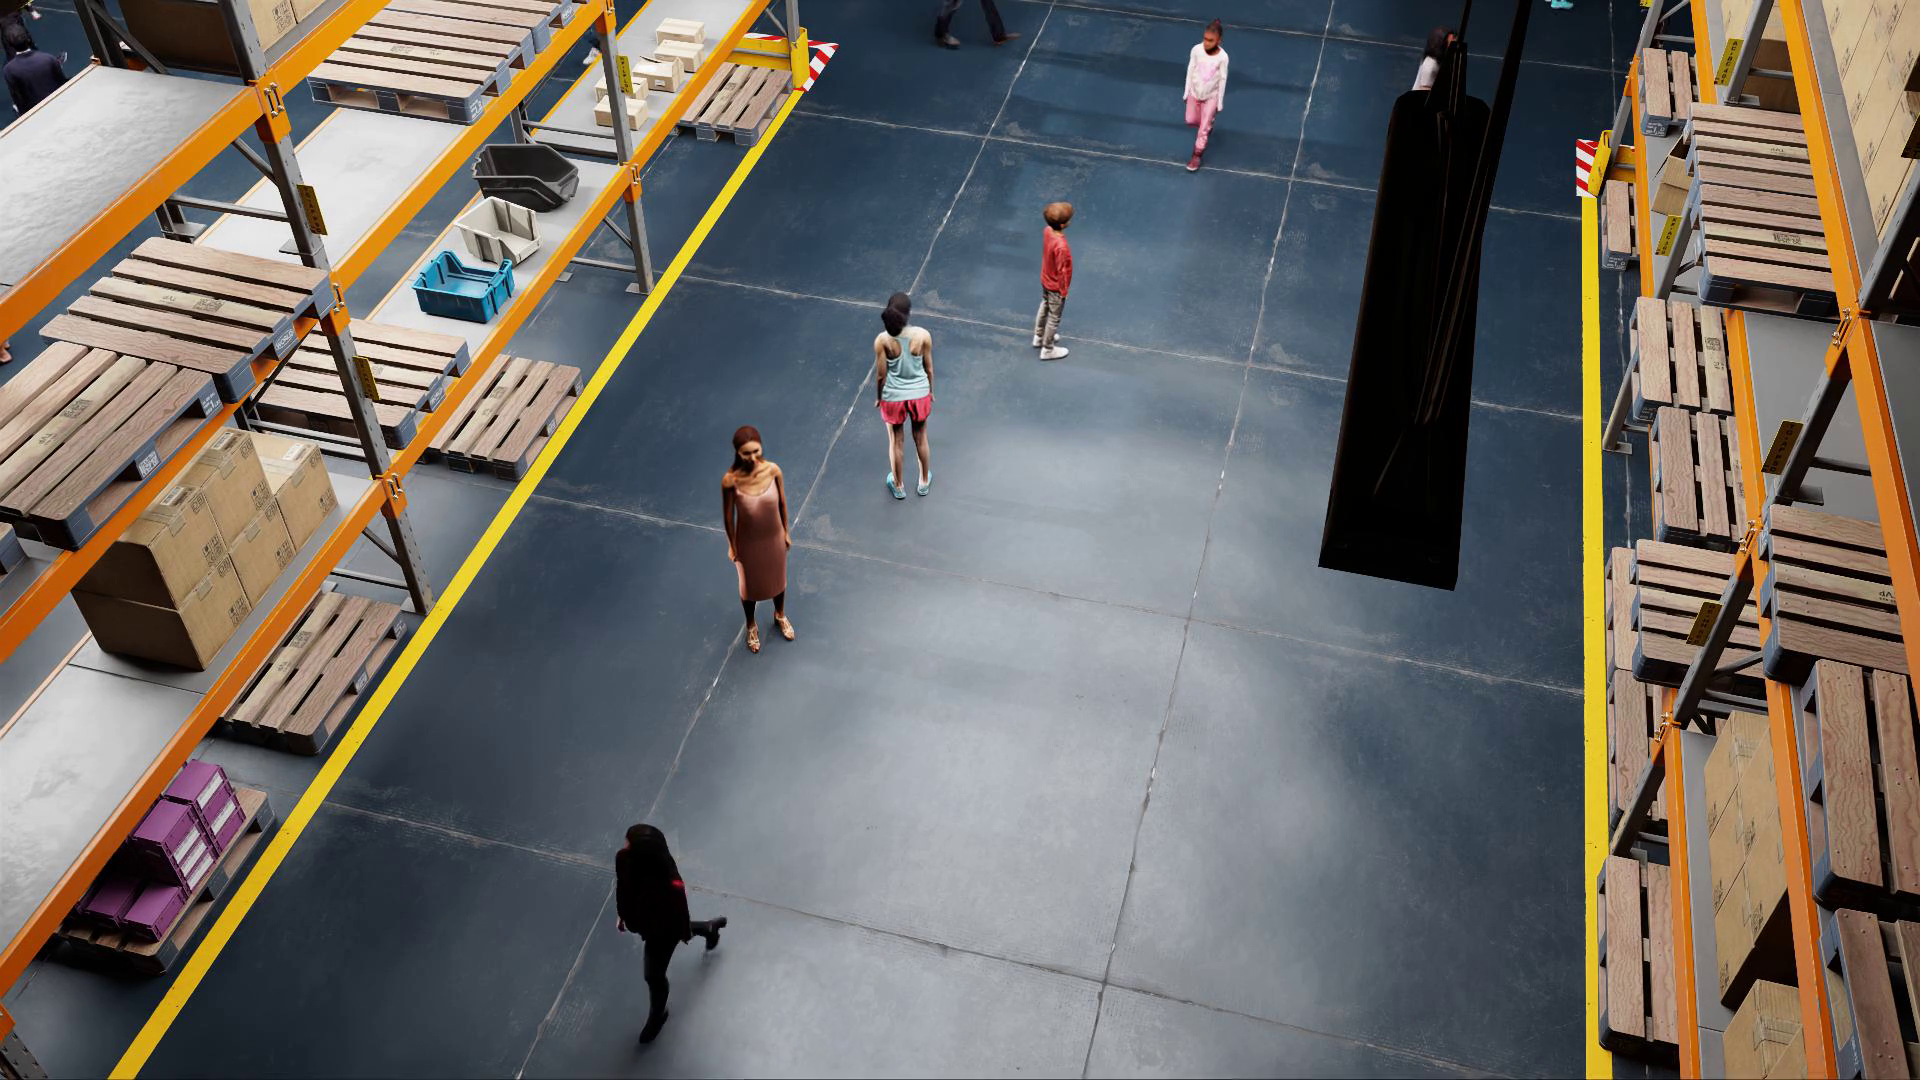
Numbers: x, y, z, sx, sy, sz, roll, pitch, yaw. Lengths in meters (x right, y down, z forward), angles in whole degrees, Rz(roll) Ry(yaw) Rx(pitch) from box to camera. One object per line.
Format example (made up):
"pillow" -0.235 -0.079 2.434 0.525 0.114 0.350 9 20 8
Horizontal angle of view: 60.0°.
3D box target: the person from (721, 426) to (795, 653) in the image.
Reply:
"person" -1.326 -0.013 10.938 0.653 1.832 0.694 -18 46 -18

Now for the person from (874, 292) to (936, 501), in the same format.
"person" -0.397 -1.043 12.068 0.673 1.763 0.673 -7 44 -8

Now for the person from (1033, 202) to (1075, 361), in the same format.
"person" 0.760 -2.104 13.435 0.653 1.413 0.561 -12 45 -12

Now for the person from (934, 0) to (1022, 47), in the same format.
"person" -0.005 -5.924 17.187 0.805 1.769 1.106 14 45 14

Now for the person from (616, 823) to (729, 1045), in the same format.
"person" -1.585 1.992 8.982 0.836 1.625 1.112 27 50 26

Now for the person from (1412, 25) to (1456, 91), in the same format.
"person" 4.244 -3.958 15.239 0.680 1.610 0.578 9 44 10

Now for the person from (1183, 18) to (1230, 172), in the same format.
"person" 2.322 -4.228 15.649 0.672 1.436 0.863 20 47 20

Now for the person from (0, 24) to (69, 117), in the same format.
"person" -8.205 -3.825 15.017 0.660 1.725 0.768 -30 51 -28

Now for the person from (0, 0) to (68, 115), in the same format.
"person" -9.382 -5.044 16.257 0.754 1.779 1.222 14 45 14
